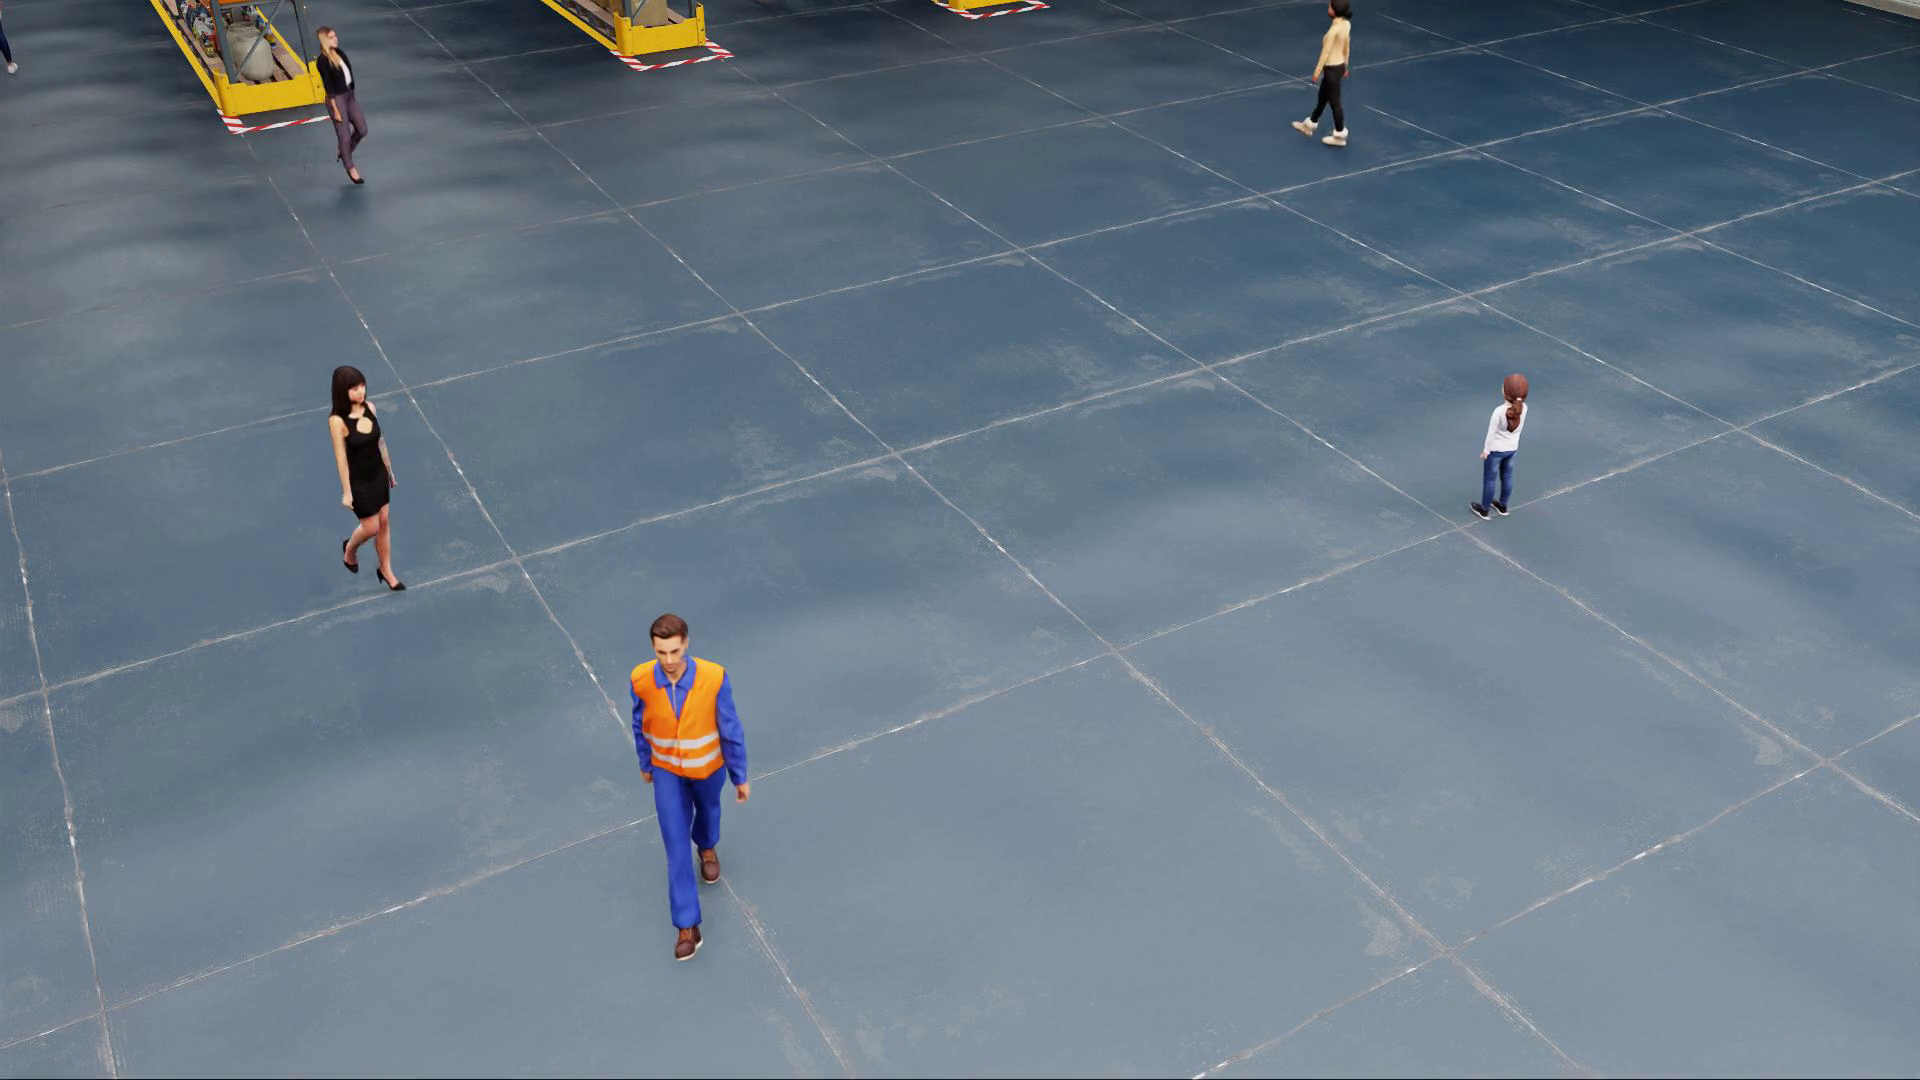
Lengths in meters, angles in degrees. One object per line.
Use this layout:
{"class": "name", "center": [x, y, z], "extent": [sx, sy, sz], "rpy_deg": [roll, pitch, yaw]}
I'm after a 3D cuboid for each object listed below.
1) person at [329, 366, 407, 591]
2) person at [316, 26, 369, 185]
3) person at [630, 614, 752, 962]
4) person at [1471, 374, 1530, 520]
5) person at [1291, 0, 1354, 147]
{"class": "person", "center": [-3.963, -0.393, 10.903], "extent": [0.842, 1.638, 0.770], "rpy_deg": [14, 35, 21]}
{"class": "person", "center": [-6.568, -4.560, 17.487], "extent": [0.812, 1.661, 0.754], "rpy_deg": [11, 34, 17]}
{"class": "person", "center": [-1.354, 1.097, 8.376], "extent": [1.024, 1.813, 1.311], "rpy_deg": [-4, 33, -7]}
{"class": "person", "center": [3.869, -0.675, 11.844], "extent": [0.448, 1.112, 0.482], "rpy_deg": [-14, 35, -21]}
{"class": "person", "center": [4.239, -5.196, 18.516], "extent": [1.064, 1.640, 0.879], "rpy_deg": [20, 38, 29]}
